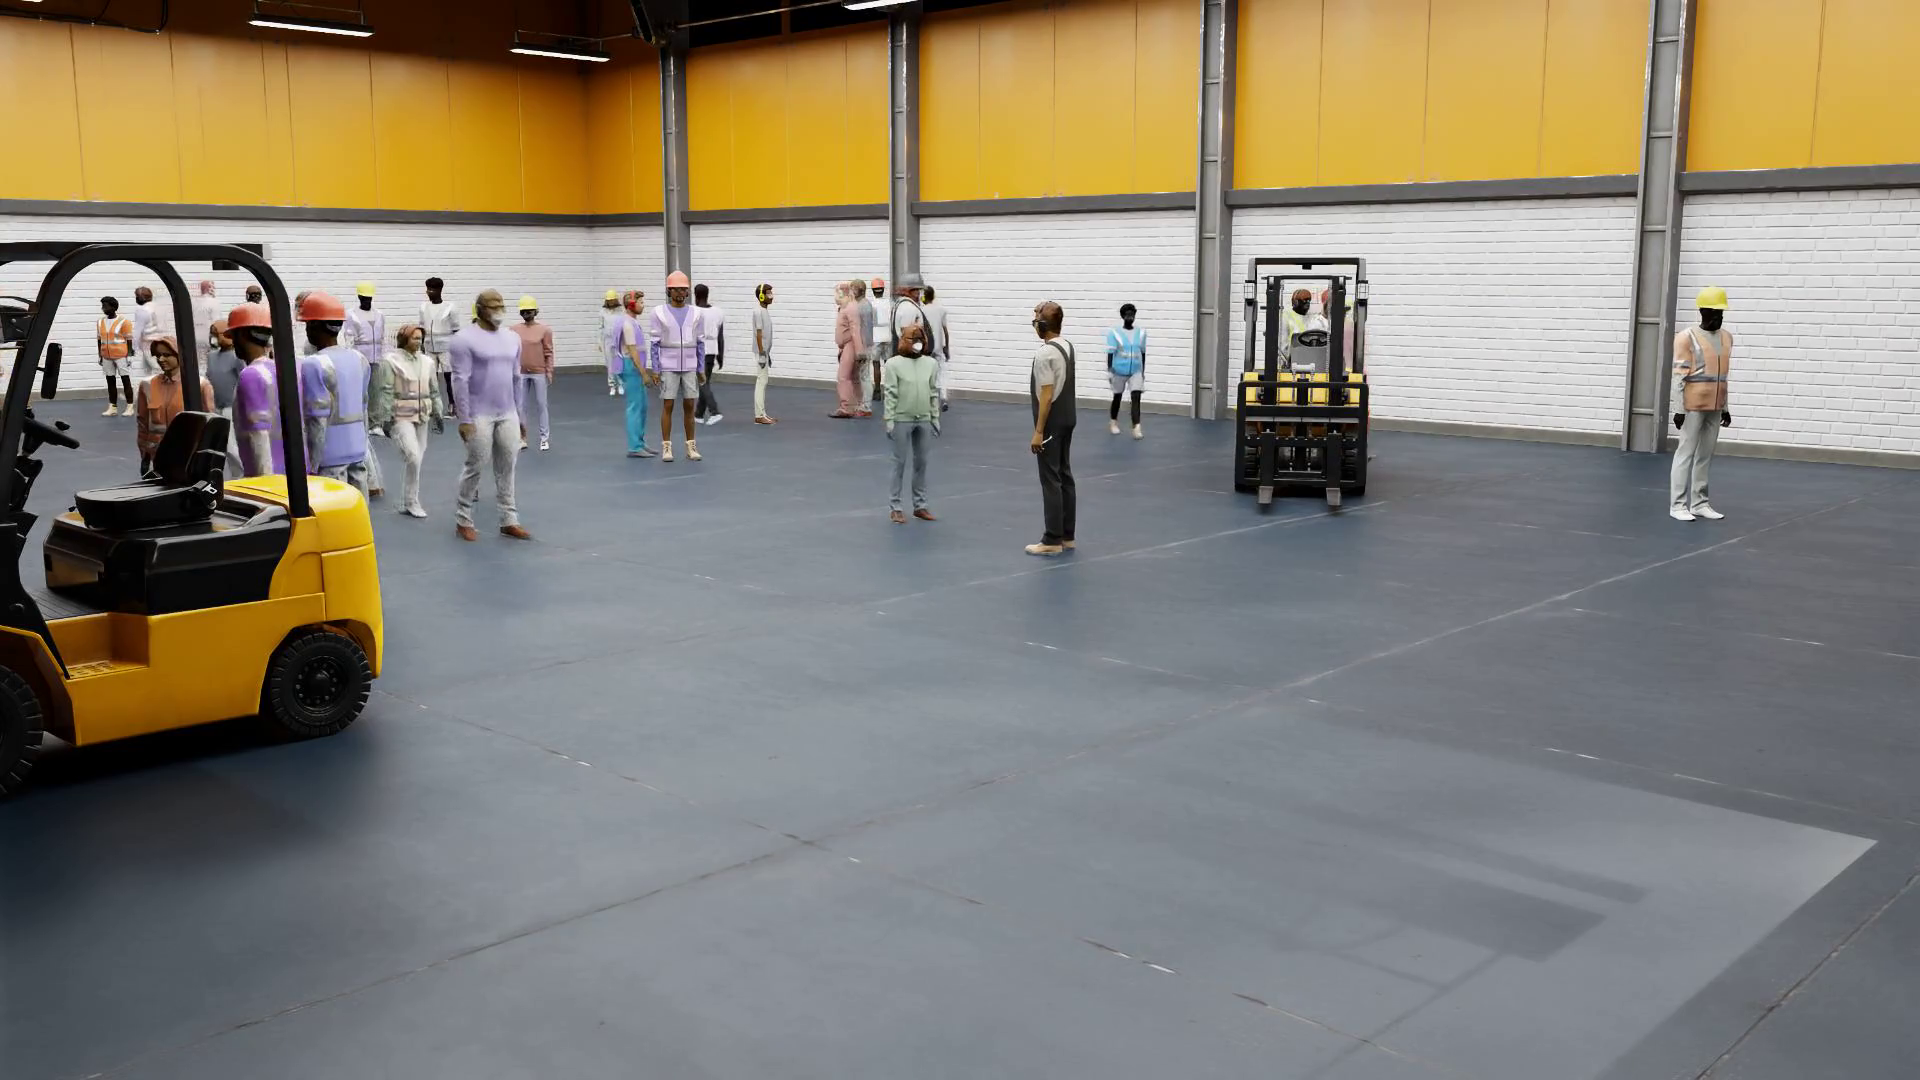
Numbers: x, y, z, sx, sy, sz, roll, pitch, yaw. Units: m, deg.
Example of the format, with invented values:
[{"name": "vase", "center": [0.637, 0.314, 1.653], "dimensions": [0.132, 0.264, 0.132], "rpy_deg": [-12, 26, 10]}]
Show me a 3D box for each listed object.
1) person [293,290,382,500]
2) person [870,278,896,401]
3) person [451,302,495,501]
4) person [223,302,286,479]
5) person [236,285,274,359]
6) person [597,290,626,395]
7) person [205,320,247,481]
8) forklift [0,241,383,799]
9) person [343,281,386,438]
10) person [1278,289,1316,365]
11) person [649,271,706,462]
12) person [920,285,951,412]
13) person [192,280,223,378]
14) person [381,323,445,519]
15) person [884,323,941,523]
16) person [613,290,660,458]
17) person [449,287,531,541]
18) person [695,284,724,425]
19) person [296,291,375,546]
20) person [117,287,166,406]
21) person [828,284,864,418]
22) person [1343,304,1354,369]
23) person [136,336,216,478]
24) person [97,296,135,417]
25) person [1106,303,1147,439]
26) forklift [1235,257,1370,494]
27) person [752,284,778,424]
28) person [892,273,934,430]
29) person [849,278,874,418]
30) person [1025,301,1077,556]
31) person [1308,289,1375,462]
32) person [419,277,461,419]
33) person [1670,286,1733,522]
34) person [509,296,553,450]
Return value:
[{"name": "person", "center": [-5.647, -1.247, 14.647], "dimensions": [1.031, 1.875, 0.626], "rpy_deg": [-3, 10, -17]}, {"name": "person", "center": [-1.271, -3.152, 26.168], "dimensions": [0.544, 1.933, 0.376], "rpy_deg": [-6, 11, -33]}, {"name": "person", "center": [-4.236, -1.254, 14.874], "dimensions": [0.588, 1.822, 0.403], "rpy_deg": [-4, 10, -25]}, {"name": "person", "center": [-3.950, -0.377, 9.316], "dimensions": [0.946, 1.878, 0.555], "rpy_deg": [0, 9, 2]}, {"name": "person", "center": [-10.061, -2.714, 23.775], "dimensions": [0.430, 1.840, 0.622], "rpy_deg": [4, 10, 22]}, {"name": "person", "center": [-5.666, -3.211, 27.173], "dimensions": [0.519, 1.718, 0.701], "rpy_deg": [-1, 9, -8]}, {"name": "person", "center": [-6.589, -1.160, 14.918], "dimensions": [0.505, 1.622, 0.356], "rpy_deg": [6, 11, 34]}, {"name": "forklift", "center": [-3.706, -0.171, 7.093], "dimensions": [1.214, 2.155, 2.313], "rpy_deg": [9, 13, 43]}, {"name": "person", "center": [-7.295, -2.223, 20.498], "dimensions": [0.383, 1.923, 0.590], "rpy_deg": [6, 11, 32]}, {"name": "person", "center": [3.972, -2.024, 19.535], "dimensions": [0.634, 1.839, 0.429], "rpy_deg": [-7, 11, -36]}, {"name": "person", "center": [-3.024, -1.863, 17.919], "dimensions": [0.607, 2.048, 0.369], "rpy_deg": [-4, 10, -23]}, {"name": "person", "center": [-0.416, -2.731, 23.900], "dimensions": [0.529, 1.838, 0.417], "rpy_deg": [-4, 10, -22]}, {"name": "person", "center": [-11.833, -3.174, 26.427], "dimensions": [0.680, 1.883, 0.688], "rpy_deg": [5, 10, 27]}, {"name": "person", "center": [-4.508, -0.983, 13.804], "dimensions": [0.576, 1.616, 0.539], "rpy_deg": [6, 11, 32]}, {"name": "person", "center": [-0.393, -0.957, 13.626], "dimensions": [0.507, 1.631, 0.268], "rpy_deg": [-5, 11, -30]}, {"name": "person", "center": [-3.568, -1.811, 18.244], "dimensions": [0.453, 1.841, 0.579], "rpy_deg": [-1, 9, -6]}, {"name": "person", "center": [-3.586, -0.950, 12.689], "dimensions": [0.405, 1.945, 0.638], "rpy_deg": [7, 12, 38]}, {"name": "person", "center": [-3.402, -2.470, 22.172], "dimensions": [0.616, 1.883, 0.890], "rpy_deg": [-8, 12, -40]}, {"name": "person", "center": [-3.725, -0.498, 9.879], "dimensions": [0.362, 1.939, 0.542], "rpy_deg": [2, 10, 15]}, {"name": "person", "center": [-12.249, -2.892, 24.982], "dimensions": [0.947, 1.791, 0.631], "rpy_deg": [-1, 9, -6]}, {"name": "person", "center": [-1.579, -2.610, 23.081], "dimensions": [0.699, 1.870, 0.673], "rpy_deg": [-1, 9, -3]}, {"name": "person", "center": [4.609, -2.028, 19.880], "dimensions": [0.541, 1.733, 0.740], "rpy_deg": [-2, 10, -13]}, {"name": "person", "center": [-5.116, -0.516, 10.899], "dimensions": [0.522, 1.640, 0.306], "rpy_deg": [0, 9, 2]}, {"name": "person", "center": [-11.831, -2.565, 23.296], "dimensions": [0.538, 1.692, 0.319], "rpy_deg": [1, 9, 9]}, {"name": "person", "center": [2.039, -2.091, 20.517], "dimensions": [0.540, 1.655, 0.875], "rpy_deg": [-2, 9, -12]}, {"name": "forklift", "center": [3.309, -1.629, 16.029], "dimensions": [1.214, 2.155, 2.313], "rpy_deg": [2, 9, 11]}, {"name": "person", "center": [-2.613, -2.484, 22.260], "dimensions": [0.328, 1.874, 0.521], "rpy_deg": [0, 9, 1]}, {"name": "person", "center": [-0.563, -2.426, 21.385], "dimensions": [0.613, 2.000, 0.686], "rpy_deg": [-2, 9, -10]}, {"name": "person", "center": [-1.388, -2.661, 23.145], "dimensions": [0.372, 1.939, 0.631], "rpy_deg": [-2, 10, -13]}, {"name": "person", "center": [0.670, -0.804, 12.044], "dimensions": [0.326, 1.842, 0.515], "rpy_deg": [5, 11, 28]}, {"name": "person", "center": [3.940, -1.688, 17.428], "dimensions": [0.924, 1.844, 0.586], "rpy_deg": [8, 12, 41]}, {"name": "person", "center": [-7.211, -2.651, 23.011], "dimensions": [0.601, 1.960, 0.373], "rpy_deg": [2, 9, 12]}, {"name": "person", "center": [6.129, -1.116, 13.702], "dimensions": [0.595, 1.925, 0.371], "rpy_deg": [-4, 10, -24]}, {"name": "person", "center": [-4.905, -1.899, 18.997], "dimensions": [0.522, 1.769, 0.318], "rpy_deg": [0, 9, 1]}]
